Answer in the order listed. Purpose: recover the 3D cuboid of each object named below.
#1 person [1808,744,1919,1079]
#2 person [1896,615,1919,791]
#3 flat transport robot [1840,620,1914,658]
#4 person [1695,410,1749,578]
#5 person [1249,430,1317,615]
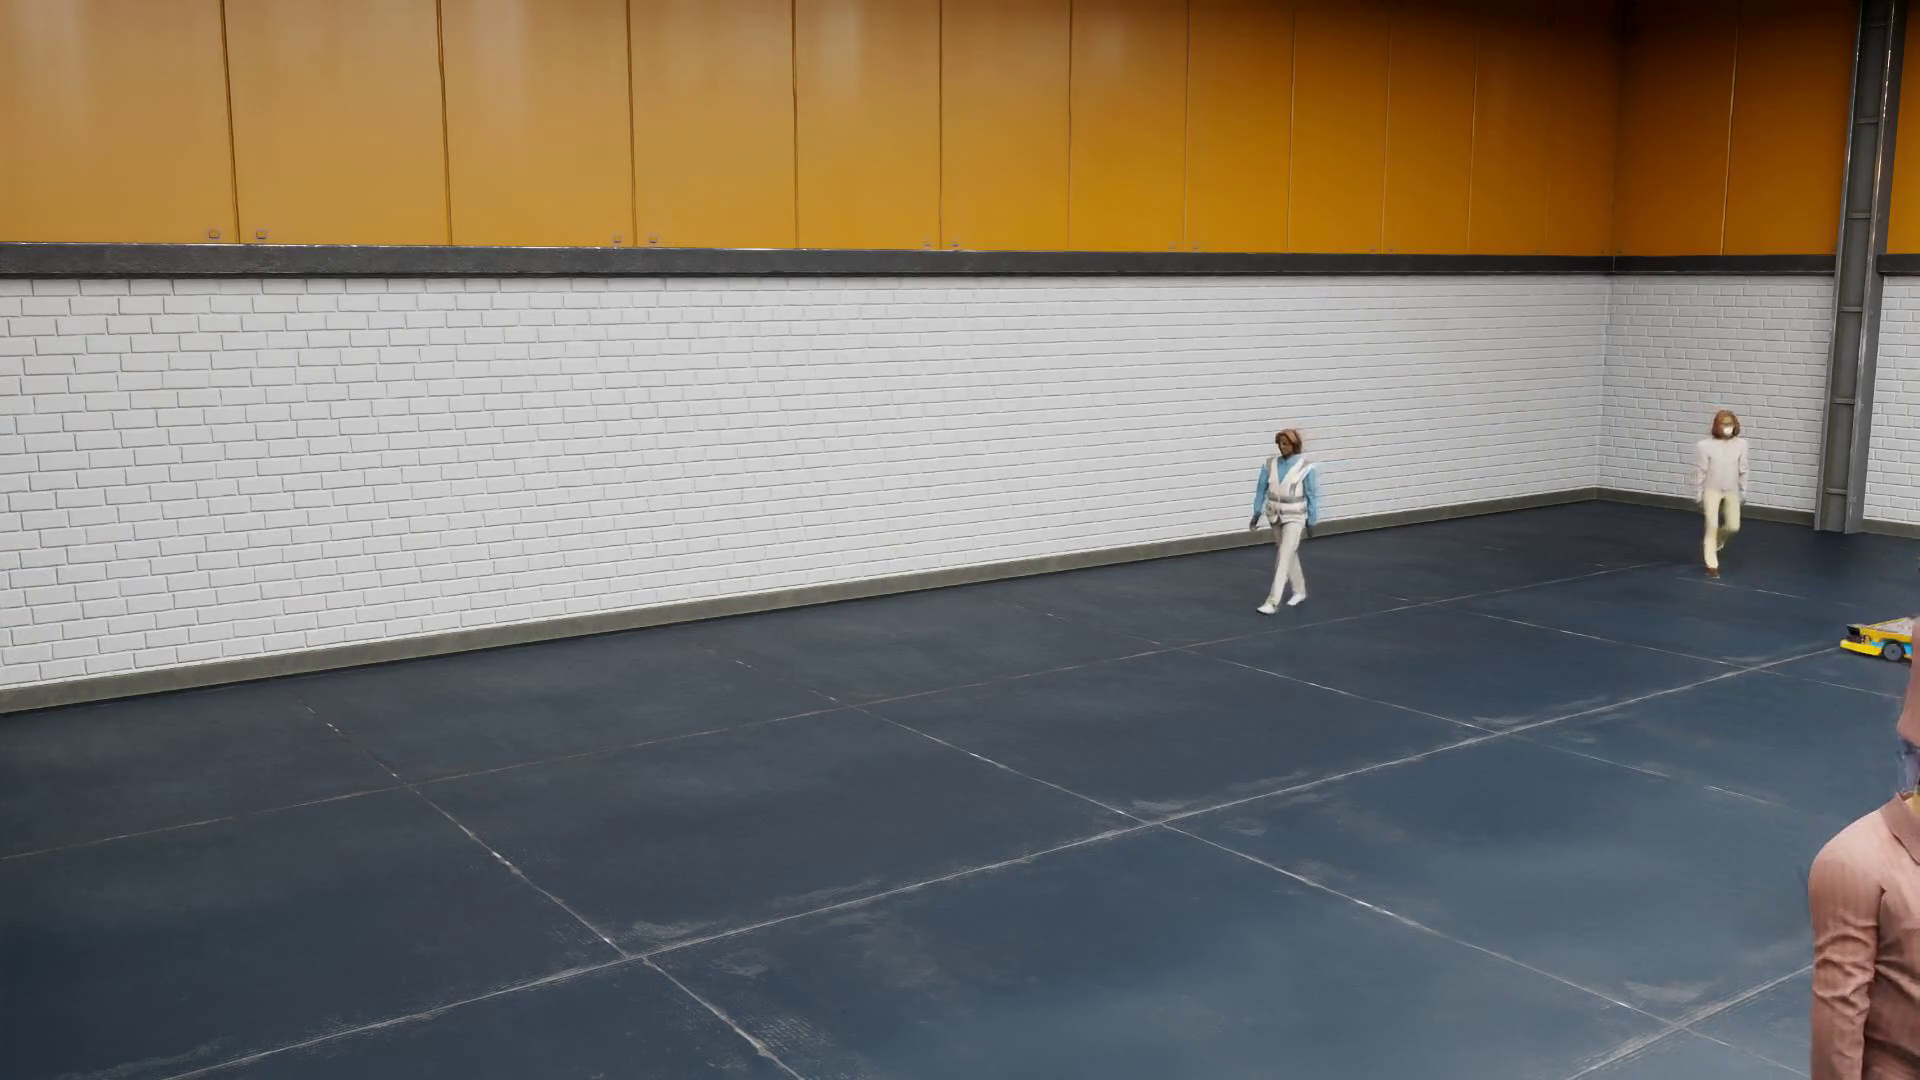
[{"bbox_3d":[2.396,1.347,4.110,0.638,1.903,0.408,-3,10,-18],"label":"person"},{"bbox_3d":[4.353,0.888,7.350,0.360,1.754,0.535,2,9,11],"label":"person"},{"bbox_3d":[7.470,0.809,12.435,0.652,0.197,1.431,-6,11,-33],"label":"flat transport robot"},{"bbox_3d":[7.344,-0.458,16.105,0.500,1.624,0.483,0,9,2],"label":"person"},{"bbox_3d":[2.822,-0.168,14.408,0.883,1.592,0.506,-9,13,-44],"label":"person"}]
